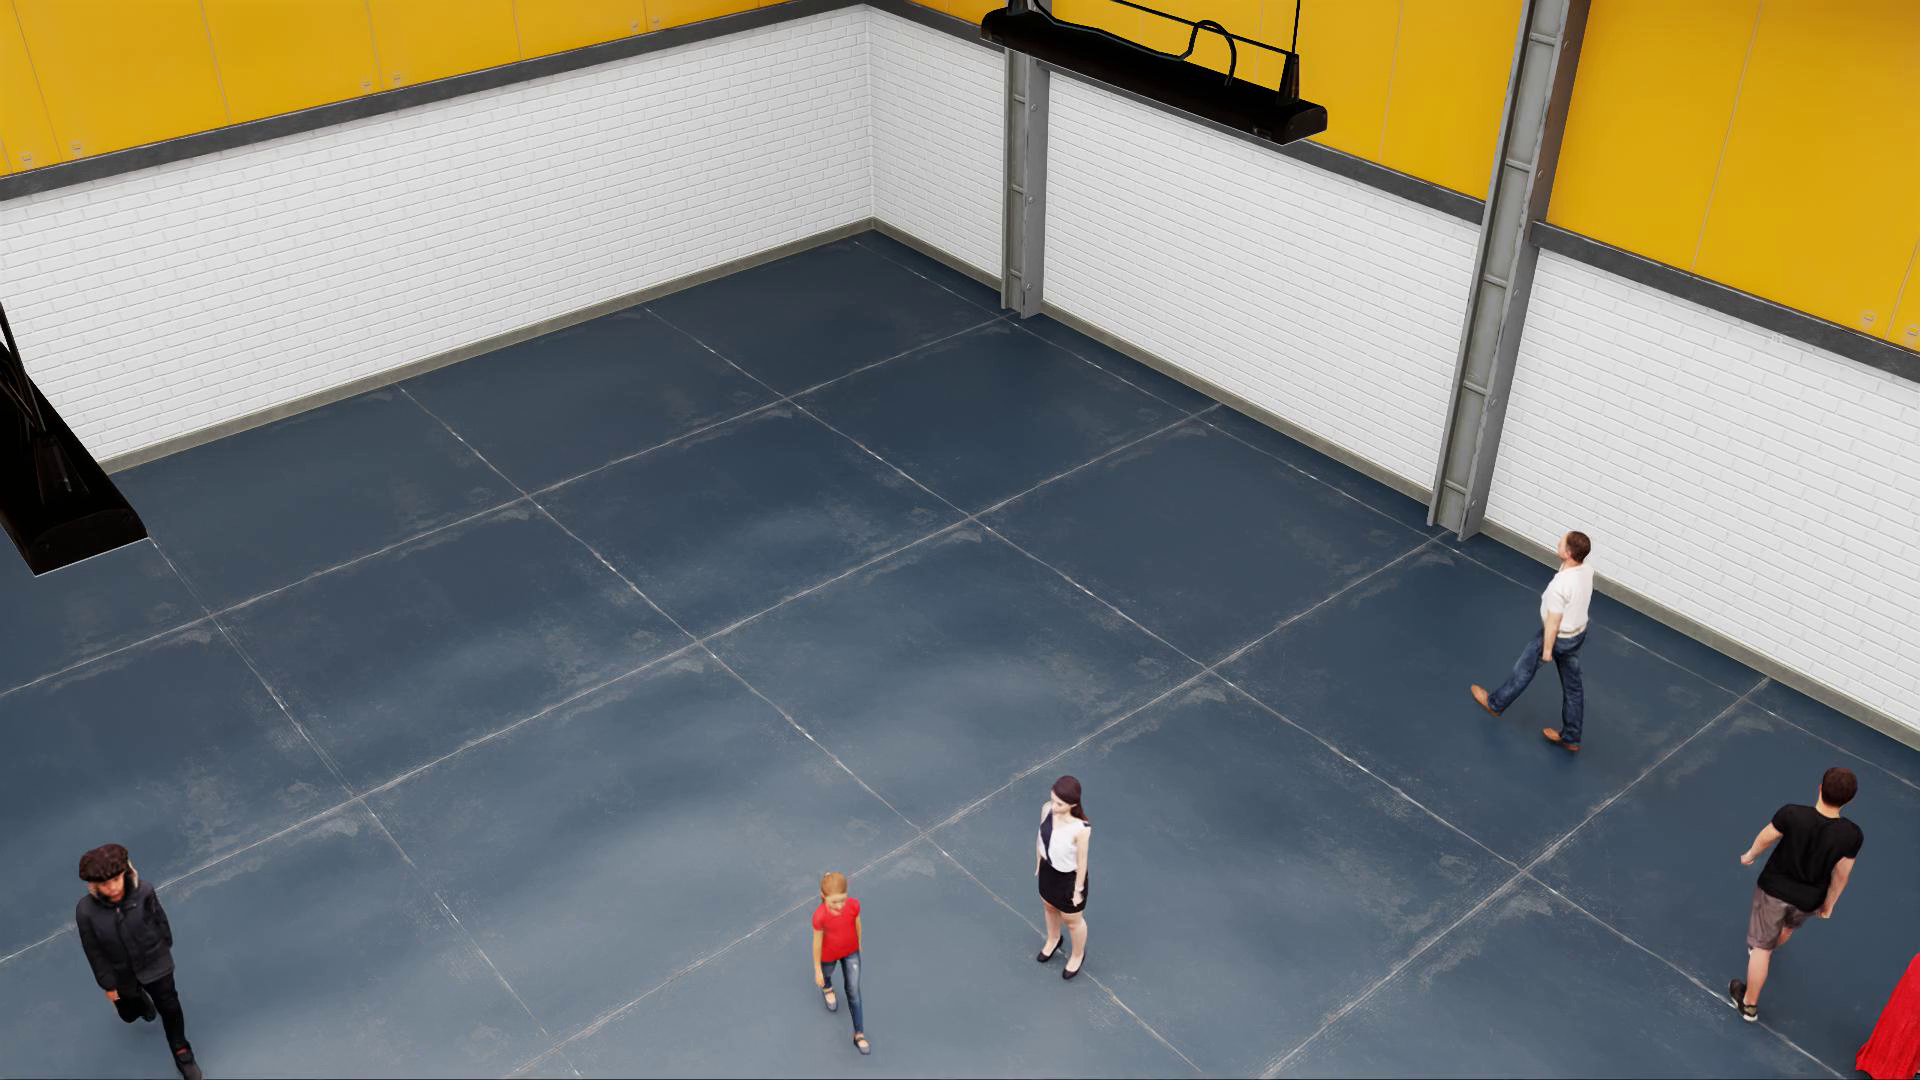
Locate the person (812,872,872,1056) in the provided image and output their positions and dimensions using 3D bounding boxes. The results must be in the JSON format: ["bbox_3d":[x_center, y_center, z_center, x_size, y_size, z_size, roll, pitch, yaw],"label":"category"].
[{"bbox_3d":[-0.784,2.498,10.286,0.700,1.279,0.958,-11,35,-16],"label":"person"}]

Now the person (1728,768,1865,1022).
[{"bbox_3d":[5.103,2.228,10.206,1.124,1.818,1.097,8,34,12],"label":"person"}]

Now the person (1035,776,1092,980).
[{"bbox_3d":[0.655,2.125,10.516,0.479,1.647,0.621,29,43,36],"label":"person"}]

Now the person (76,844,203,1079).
[{"bbox_3d":[-4.935,2.473,9.890,0.626,1.761,1.002,-24,40,-31],"label":"person"}]

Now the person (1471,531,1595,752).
[{"bbox_3d":[4.557,0.782,12.377,0.682,1.824,1.136,-23,40,-30],"label":"person"}]
